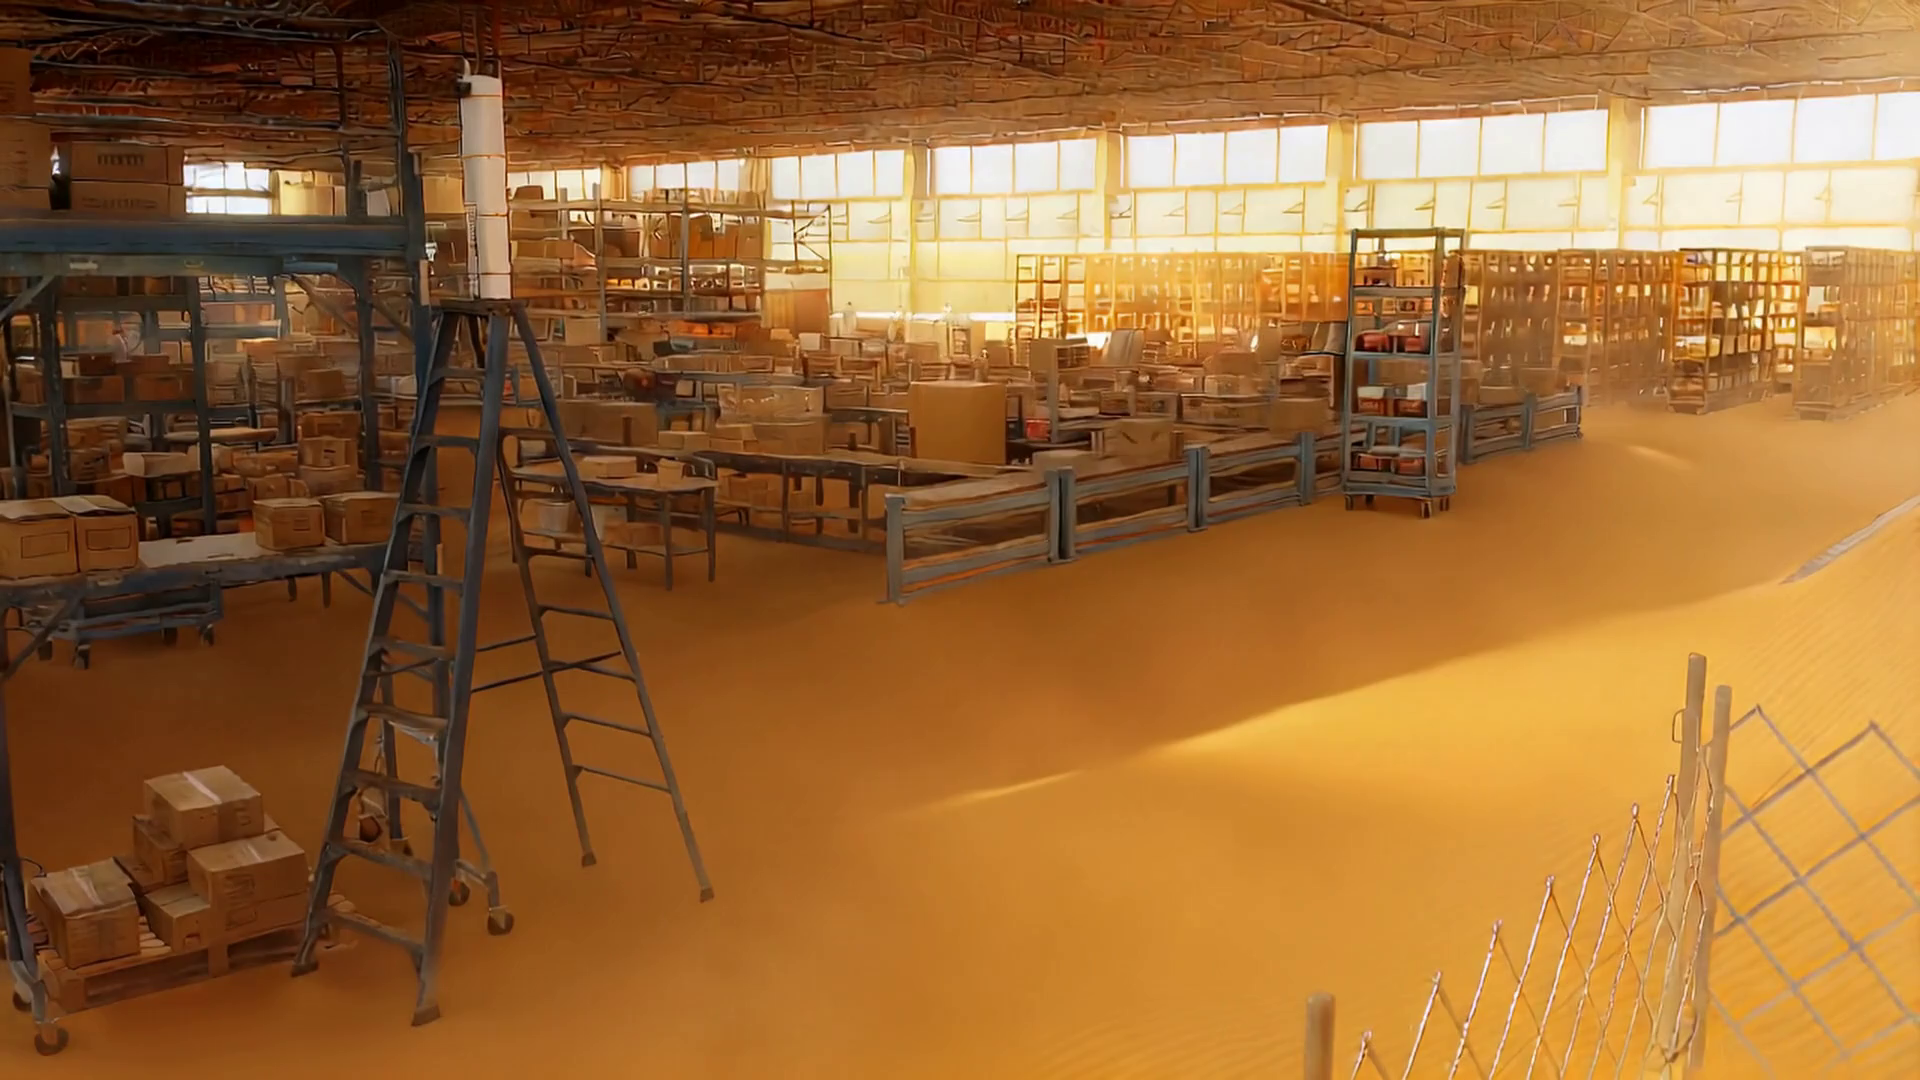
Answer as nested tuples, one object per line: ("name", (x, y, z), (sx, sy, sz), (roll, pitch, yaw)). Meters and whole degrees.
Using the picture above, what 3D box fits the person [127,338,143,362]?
("person", (-18.347, -3.722, 37.178), (0.467, 1.603, 0.537), (3, 10, 17))

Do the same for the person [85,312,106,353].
("person", (-26.250, -6.015, 50.600), (0.652, 1.906, 0.405), (3, 9, 16))

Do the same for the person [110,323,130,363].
("person", (-20.664, -4.422, 40.930), (0.622, 1.819, 0.459), (6, 11, 34))

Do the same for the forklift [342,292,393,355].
("forklift", (-16.485, -5.622, 45.120), (1.129, 2.768, 1.873), (7, 11, 37))

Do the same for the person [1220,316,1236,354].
("person", (7.773, -5.593, 48.313), (0.610, 1.783, 0.903), (5, 10, 26))

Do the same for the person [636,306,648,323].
("person", (-11.203, -7.256, 58.408), (0.569, 1.882, 0.976), (7, 12, 38))

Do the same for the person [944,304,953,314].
("person", (-0.596, -8.828, 68.540), (0.968, 1.788, 0.627), (2, 9, 12))

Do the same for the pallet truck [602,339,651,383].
("pallet truck", (-8.991, -4.871, 45.351), (0.653, 1.274, 1.630), (7, 11, 37))

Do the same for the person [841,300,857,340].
("person", (-4.451, -8.626, 66.710), (0.666, 1.958, 0.855), (1, 9, 4))

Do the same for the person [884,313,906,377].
("person", (-1.834, -5.471, 47.112), (0.629, 1.933, 0.495), (1, 9, 9))

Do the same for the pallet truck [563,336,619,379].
("pallet truck", (-10.690, -5.294, 48.215), (1.601, 1.201, 0.680), (-5, 10, -26))
